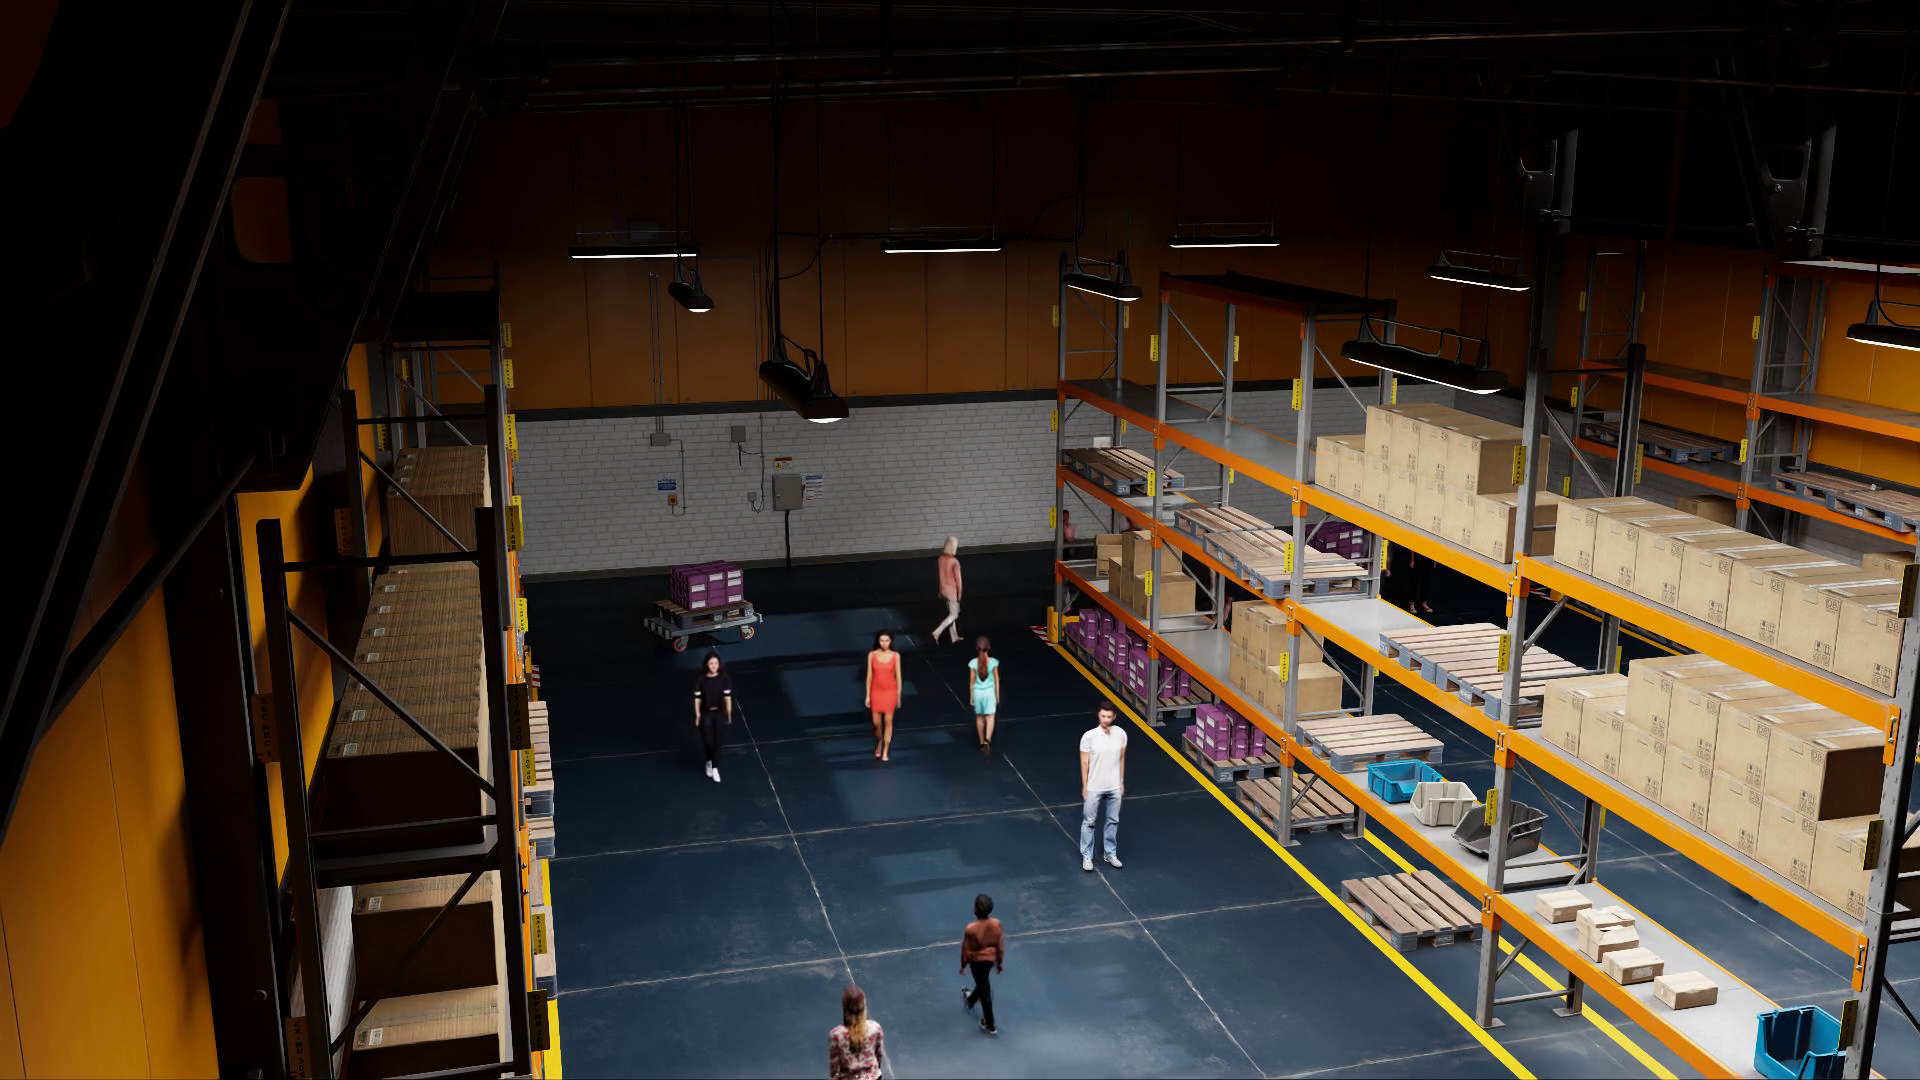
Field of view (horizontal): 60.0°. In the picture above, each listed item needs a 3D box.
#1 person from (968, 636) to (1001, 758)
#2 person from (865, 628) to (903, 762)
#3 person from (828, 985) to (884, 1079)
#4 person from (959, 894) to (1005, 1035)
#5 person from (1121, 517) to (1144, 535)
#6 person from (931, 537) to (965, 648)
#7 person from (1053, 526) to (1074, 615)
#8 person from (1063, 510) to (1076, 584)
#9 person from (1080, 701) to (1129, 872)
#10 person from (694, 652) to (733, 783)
[{"bbox_3d":[0.312,1.981,20.961,0.749,1.542,1.026,0,14,1],"label":"person"},{"bbox_3d":[-0.957,1.917,20.864,0.669,1.712,0.643,0,14,-2],"label":"person"},{"bbox_3d":[-0.724,4.083,12.187,0.624,1.585,1.094,-2,14,-10],"label":"person"},{"bbox_3d":[0.226,3.709,14.490,0.681,1.228,0.913,-8,16,-30],"label":"person"},{"bbox_3d":[2.741,0.384,27.116,0.969,1.750,1.211,-11,18,-39],"label":"person"},{"bbox_3d":[-0.206,0.812,25.438,1.031,1.706,0.973,13,19,43],"label":"person"},{"bbox_3d":[1.712,0.516,26.953,0.819,1.570,0.831,-8,16,-29],"label":"person"},{"bbox_3d":[1.839,0.110,29.188,0.496,1.307,0.477,-3,14,-13],"label":"person"},{"bbox_3d":[1.529,2.597,17.741,0.669,1.860,0.552,-3,14,-13],"label":"person"},{"bbox_3d":[-3.020,2.117,20.206,0.644,1.633,0.646,-6,15,-22],"label":"person"}]
